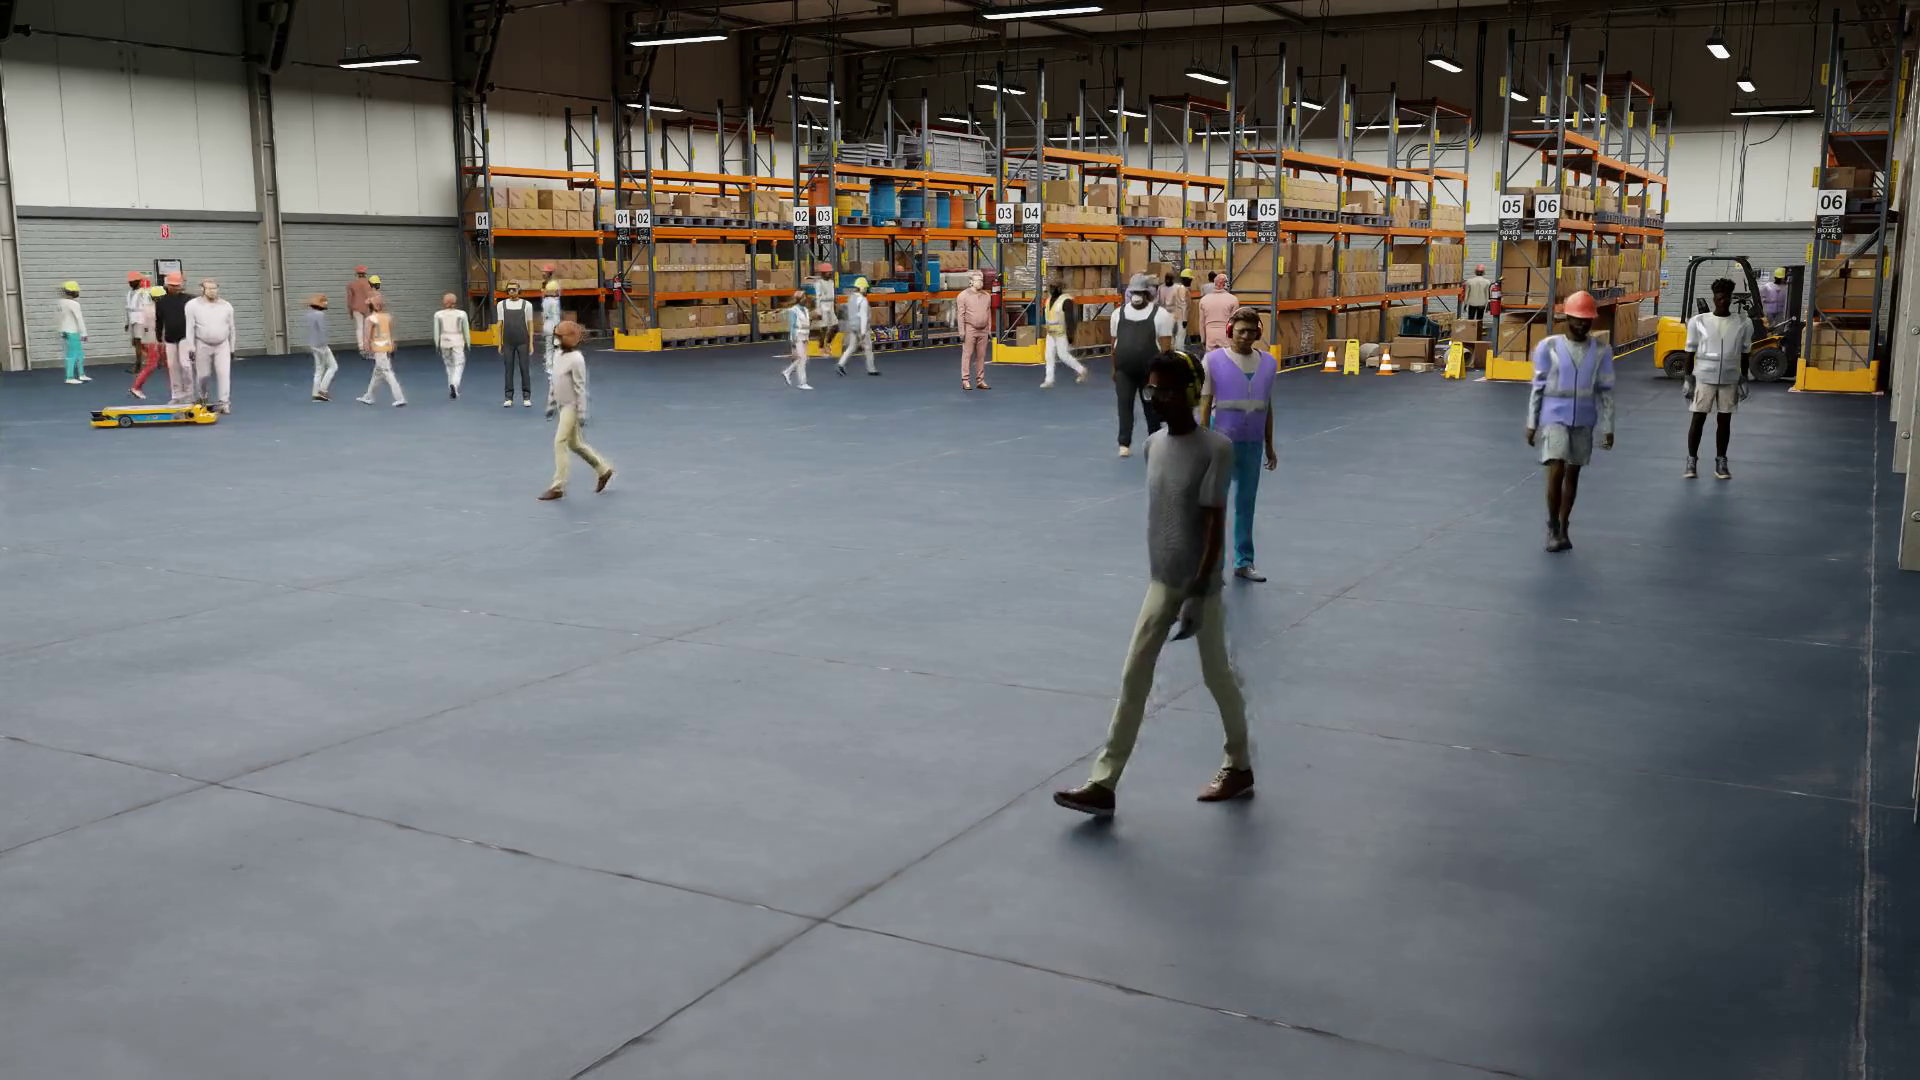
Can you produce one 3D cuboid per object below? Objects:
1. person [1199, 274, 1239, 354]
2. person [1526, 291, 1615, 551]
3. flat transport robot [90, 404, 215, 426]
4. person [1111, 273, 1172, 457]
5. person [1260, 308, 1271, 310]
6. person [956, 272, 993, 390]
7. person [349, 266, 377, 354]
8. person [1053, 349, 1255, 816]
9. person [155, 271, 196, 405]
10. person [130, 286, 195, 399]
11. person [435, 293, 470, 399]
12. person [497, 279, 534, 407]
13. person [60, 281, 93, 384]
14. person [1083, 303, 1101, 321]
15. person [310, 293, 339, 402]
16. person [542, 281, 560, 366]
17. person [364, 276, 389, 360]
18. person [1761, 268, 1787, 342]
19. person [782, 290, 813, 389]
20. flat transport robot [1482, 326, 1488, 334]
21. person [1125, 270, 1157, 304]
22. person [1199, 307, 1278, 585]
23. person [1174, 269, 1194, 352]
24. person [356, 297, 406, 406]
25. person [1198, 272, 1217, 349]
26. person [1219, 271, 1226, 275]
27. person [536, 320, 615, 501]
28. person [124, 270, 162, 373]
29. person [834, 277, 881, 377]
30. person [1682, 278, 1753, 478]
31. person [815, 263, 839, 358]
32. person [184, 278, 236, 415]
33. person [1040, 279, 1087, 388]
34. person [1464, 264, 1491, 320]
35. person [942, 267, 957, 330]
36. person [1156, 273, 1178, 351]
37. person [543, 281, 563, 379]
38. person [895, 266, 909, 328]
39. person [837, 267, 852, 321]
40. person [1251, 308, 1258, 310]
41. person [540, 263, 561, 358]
[{"bbox_3d":[3.886,-3.000,24.795,0.642,1.909,0.410,5,11,29],"label":"person"},{"bbox_3d":[4.504,-0.853,12.190,0.587,1.911,0.713,1,10,6],"label":"person"},{"bbox_3d":[-10.421,-1.621,21.504,1.431,0.197,0.652,-4,11,-23],"label":"flat transport robot"},{"bbox_3d":[1.991,-1.963,18.331,0.686,2.000,0.956,3,10,16],"label":"person"},{"bbox_3d":[6.992,-5.141,37.508,0.511,1.855,0.456,7,12,36],"label":"person"},{"bbox_3d":[0.260,-3.404,27.149,0.643,1.913,0.410,-6,12,-32],"label":"person"},{"bbox_3d":[-13.379,-5.161,37.342,0.644,1.946,0.930,-2,10,-12],"label":"person"},{"bbox_3d":[0.823,0.182,6.436,0.976,1.821,0.513,-8,13,-39],"label":"person"},{"bbox_3d":[-11.328,-2.906,24.077,0.656,1.958,0.601,0,10,-2],"label":"person"},{"bbox_3d":[-12.248,-3.007,25.359,0.880,1.729,0.531,-1,10,-4],"label":"person"},{"bbox_3d":[-7.740,-2.947,25.325,0.526,1.619,0.691,0,10,-2],"label":"person"},{"bbox_3d":[-6.418,-2.836,24.015,0.513,1.845,0.340,-2,10,-9],"label":"person"},{"bbox_3d":[-15.089,-3.544,28.458,0.544,1.743,0.664,7,12,36],"label":"person"},{"bbox_3d":[3.187,-5.696,40.639,0.573,1.886,0.359,6,11,31],"label":"person"},{"bbox_3d":[-9.544,-2.876,24.894,0.391,1.614,0.517,-7,12,-36],"label":"person"},{"bbox_3d":[-8.095,-4.302,33.038,0.434,1.685,0.547,-3,10,-16],"label":"person"},{"bbox_3d":[-12.221,-4.639,34.805,0.533,1.767,0.326,6,12,32],"label":"person"},{"bbox_3d":[18.255,-5.127,37.298,0.606,1.891,0.794,2,10,9],"label":"person"},{"bbox_3d":[-2.677,-3.281,27.279,0.558,1.626,0.523,4,11,24],"label":"person"},{"bbox_3d":[14.248,-5.801,45.978,0.652,0.197,1.431,3,10,19],"label":"flat transport robot"},{"bbox_3d":[3.534,-4.290,32.351,0.654,1.906,0.408,4,10,22],"label":"person"},{"bbox_3d":[1.846,-0.627,11.105,0.563,1.838,0.389,-4,10,-20],"label":"person"},{"bbox_3d":[4.452,-4.425,33.089,0.384,1.924,0.589,0,10,1],"label":"person"},{"bbox_3d":[-8.431,-2.727,24.125,0.902,1.584,0.526,3,10,16],"label":"person"},{"bbox_3d":[5.790,-5.299,38.547,0.509,1.806,0.976,1,10,8],"label":"person"},{"bbox_3d":[6.353,-5.552,39.991,0.654,1.824,0.442,5,11,26],"label":"person"},{"bbox_3d":[-3.480,-1.181,15.000,0.764,1.606,0.496,-6,12,-33],"label":"person"},{"bbox_3d":[-15.361,-4.097,31.182,0.556,1.919,0.767,5,11,29],"label":"person"},{"bbox_3d":[-1.846,-3.820,29.895,0.843,1.807,0.586,-7,12,-36],"label":"person"},{"bbox_3d":[7.413,-1.579,16.301,0.613,1.963,0.362,2,10,13],"label":"person"},{"bbox_3d":[-2.858,-4.918,35.649,0.472,2.029,0.636,6,11,31],"label":"person"},{"bbox_3d":[-10.360,-2.684,23.014,0.650,1.887,0.788,-6,12,-33],"label":"person"},{"bbox_3d":[1.702,-3.435,27.634,0.724,1.814,0.660,-7,12,-34],"label":"person"},{"bbox_3d":[13.003,-5.935,41.754,0.649,1.978,0.550,3,10,16],"label":"person"},{"bbox_3d":[-0.219,-7.084,48.831,0.606,1.860,0.506,4,11,24],"label":"person"},{"bbox_3d":[4.730,-5.142,37.672,0.616,1.800,0.965,7,12,34],"label":"person"},{"bbox_3d":[-7.169,-3.701,29.385,0.354,1.730,0.505,-8,12,-38],"label":"person"},{"bbox_3d":[-1.626,-6.630,46.091,0.554,1.893,0.932,3,10,18],"label":"person"},{"bbox_3d":[-2.802,-5.792,41.131,0.631,1.912,0.840,6,12,33],"label":"person"},{"bbox_3d":[6.678,-5.375,38.686,0.587,1.914,0.391,9,13,43],"label":"person"},{"bbox_3d":[-8.706,-4.876,35.398,0.489,2.032,0.605,-8,13,-39],"label":"person"}]
